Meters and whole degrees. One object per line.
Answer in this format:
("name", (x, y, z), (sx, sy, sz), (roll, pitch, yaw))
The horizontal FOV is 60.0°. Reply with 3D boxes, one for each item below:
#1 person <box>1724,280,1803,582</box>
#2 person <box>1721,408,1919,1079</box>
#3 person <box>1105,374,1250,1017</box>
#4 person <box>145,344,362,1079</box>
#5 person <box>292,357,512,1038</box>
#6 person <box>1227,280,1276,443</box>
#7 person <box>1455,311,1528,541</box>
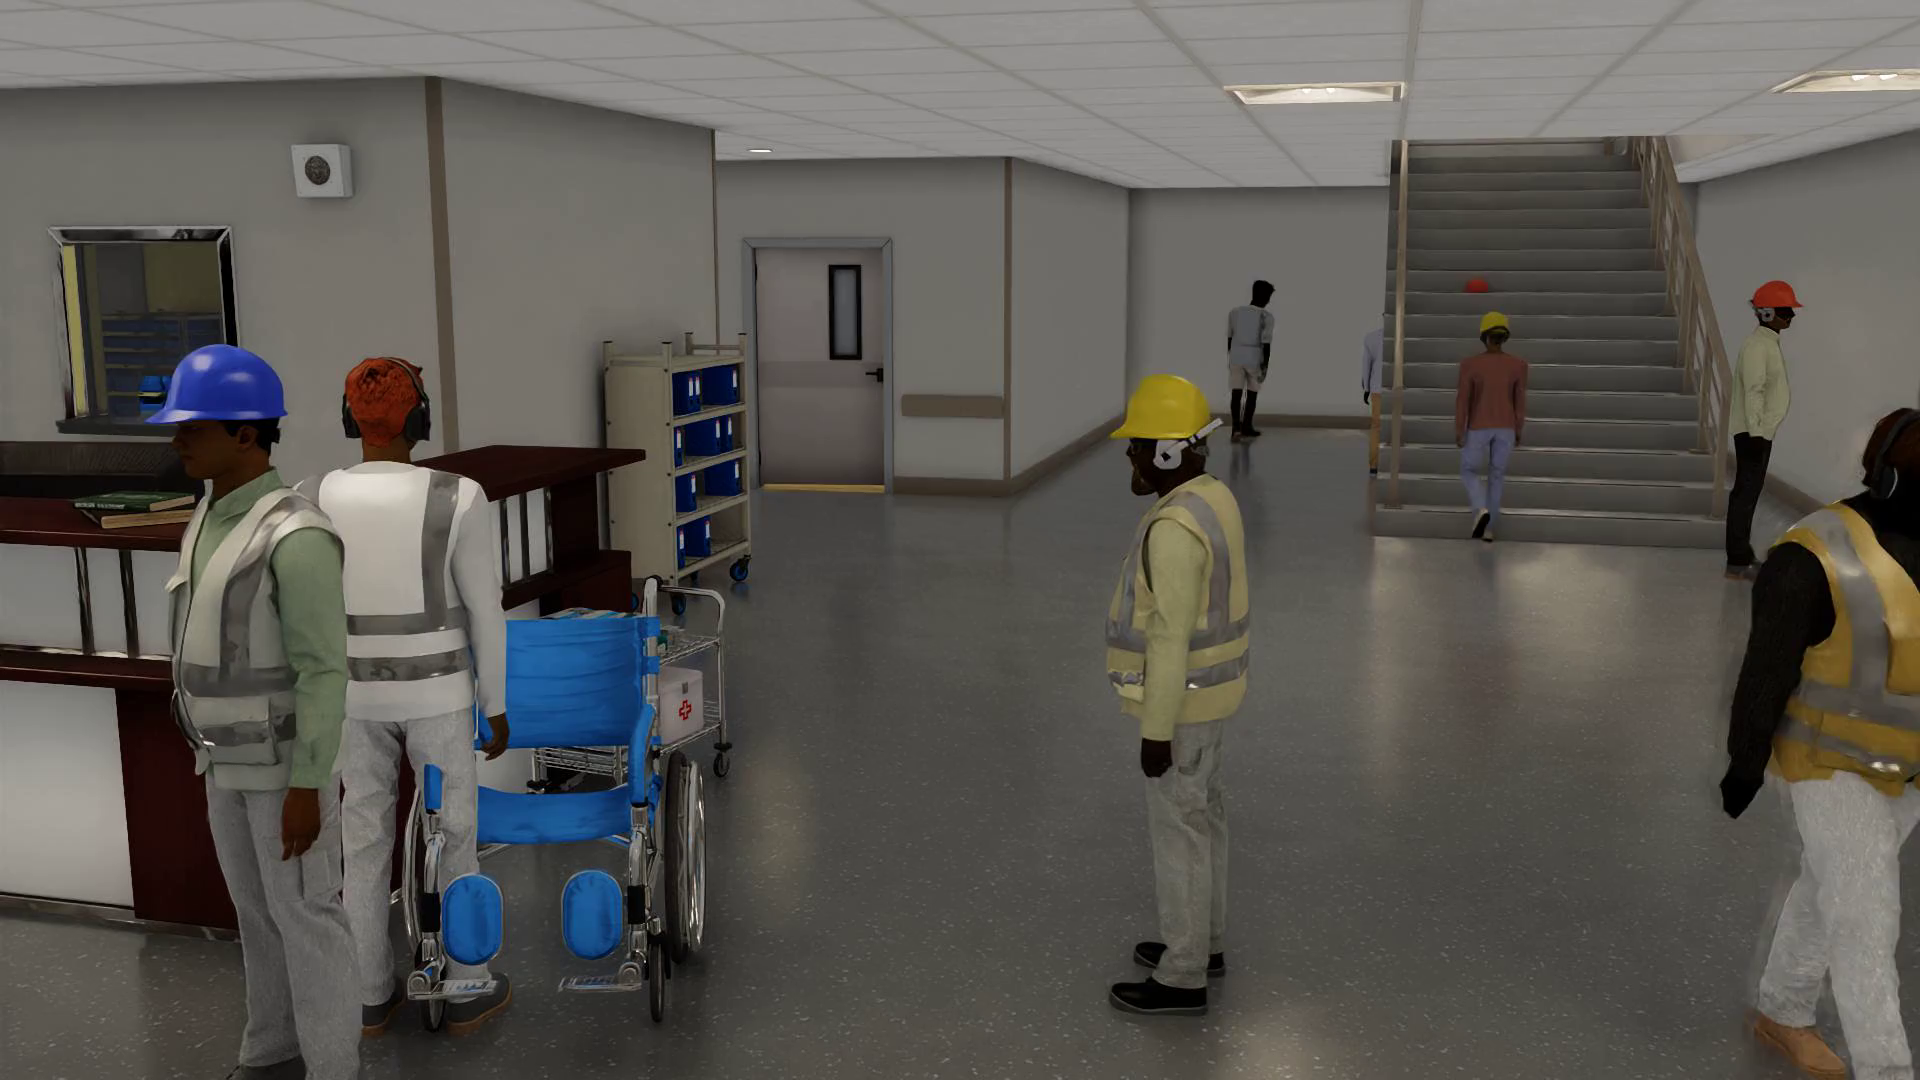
("person", (5.356, -0.728, 11.127), (0.387, 1.996, 0.611), (6, 11, 32))
("person", (2.291, 0.577, 4.056), (0.624, 1.789, 0.940), (-3, 10, -19))
("person", (0.617, 0.441, 4.769), (0.403, 1.824, 0.597), (3, 10, 18))
("person", (-1.667, 0.511, 3.968), (0.602, 1.949, 0.391), (9, 13, 43))
("person", (-1.523, 0.443, 4.570), (0.576, 1.882, 0.355), (0, 10, -1))
("person", (3.378, -2.079, 19.394), (0.606, 1.895, 0.900), (4, 10, 23))
("person", (3.987, -0.837, 12.484), (0.530, 1.752, 0.495), (0, 10, 2))
